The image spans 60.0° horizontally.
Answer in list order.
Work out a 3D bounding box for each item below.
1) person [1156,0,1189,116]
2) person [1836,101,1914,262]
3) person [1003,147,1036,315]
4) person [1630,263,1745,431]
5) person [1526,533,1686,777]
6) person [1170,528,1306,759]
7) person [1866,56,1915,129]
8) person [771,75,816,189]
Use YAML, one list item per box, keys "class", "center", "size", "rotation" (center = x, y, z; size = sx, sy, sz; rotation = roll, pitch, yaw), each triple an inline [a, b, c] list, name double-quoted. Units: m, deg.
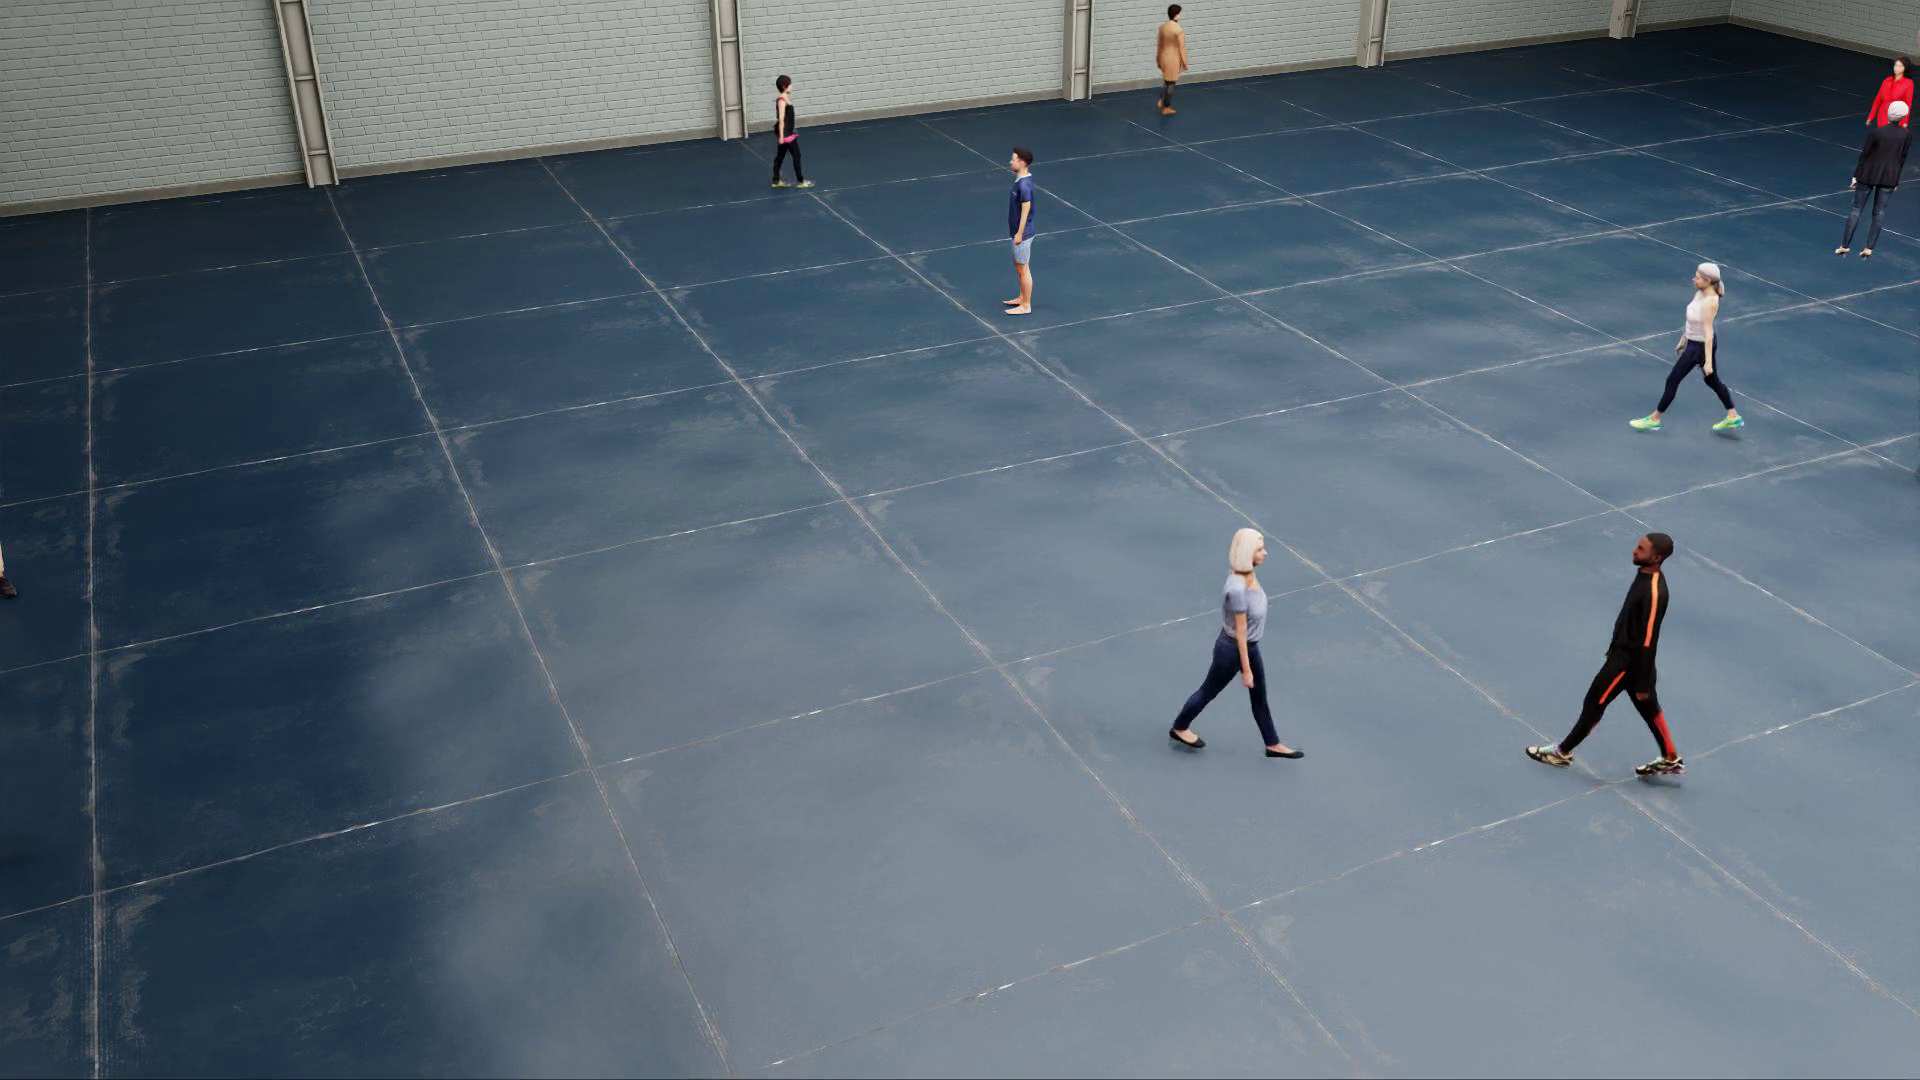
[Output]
- class: "person"
  center: [3.276, -7.579, 26.317]
  size: [0.720, 1.713, 0.699]
  rotation: [-19, 33, -32]
- class: "person"
  center: [10.041, -3.968, 18.272]
  size: [0.816, 1.781, 0.790]
  rotation: [9, 29, 16]
- class: "person"
  center: [0.687, -3.425, 18.371]
  size: [0.696, 1.850, 0.699]
  rotation: [0, 28, -1]
- class: "person"
  center: [6.937, -1.725, 15.382]
  size: [1.255, 1.659, 1.164]
  rotation: [8, 29, 15]
- class: "person"
  center: [4.360, 0.784, 10.563]
  size: [1.254, 1.761, 1.171]
  rotation: [8, 29, 15]
- class: "person"
  center: [1.705, 0.705, 10.805]
  size: [1.147, 1.673, 1.097]
  rotation: [10, 30, 18]
- class: "person"
  center: [12.842, -5.763, 22.910]
  size: [1.013, 1.711, 0.668]
  rotation: [-15, 31, -25]
- class: "person"
  center: [-2.466, -5.564, 22.727]
  size: [0.877, 1.532, 0.667]
  rotation: [-5, 28, -10]
